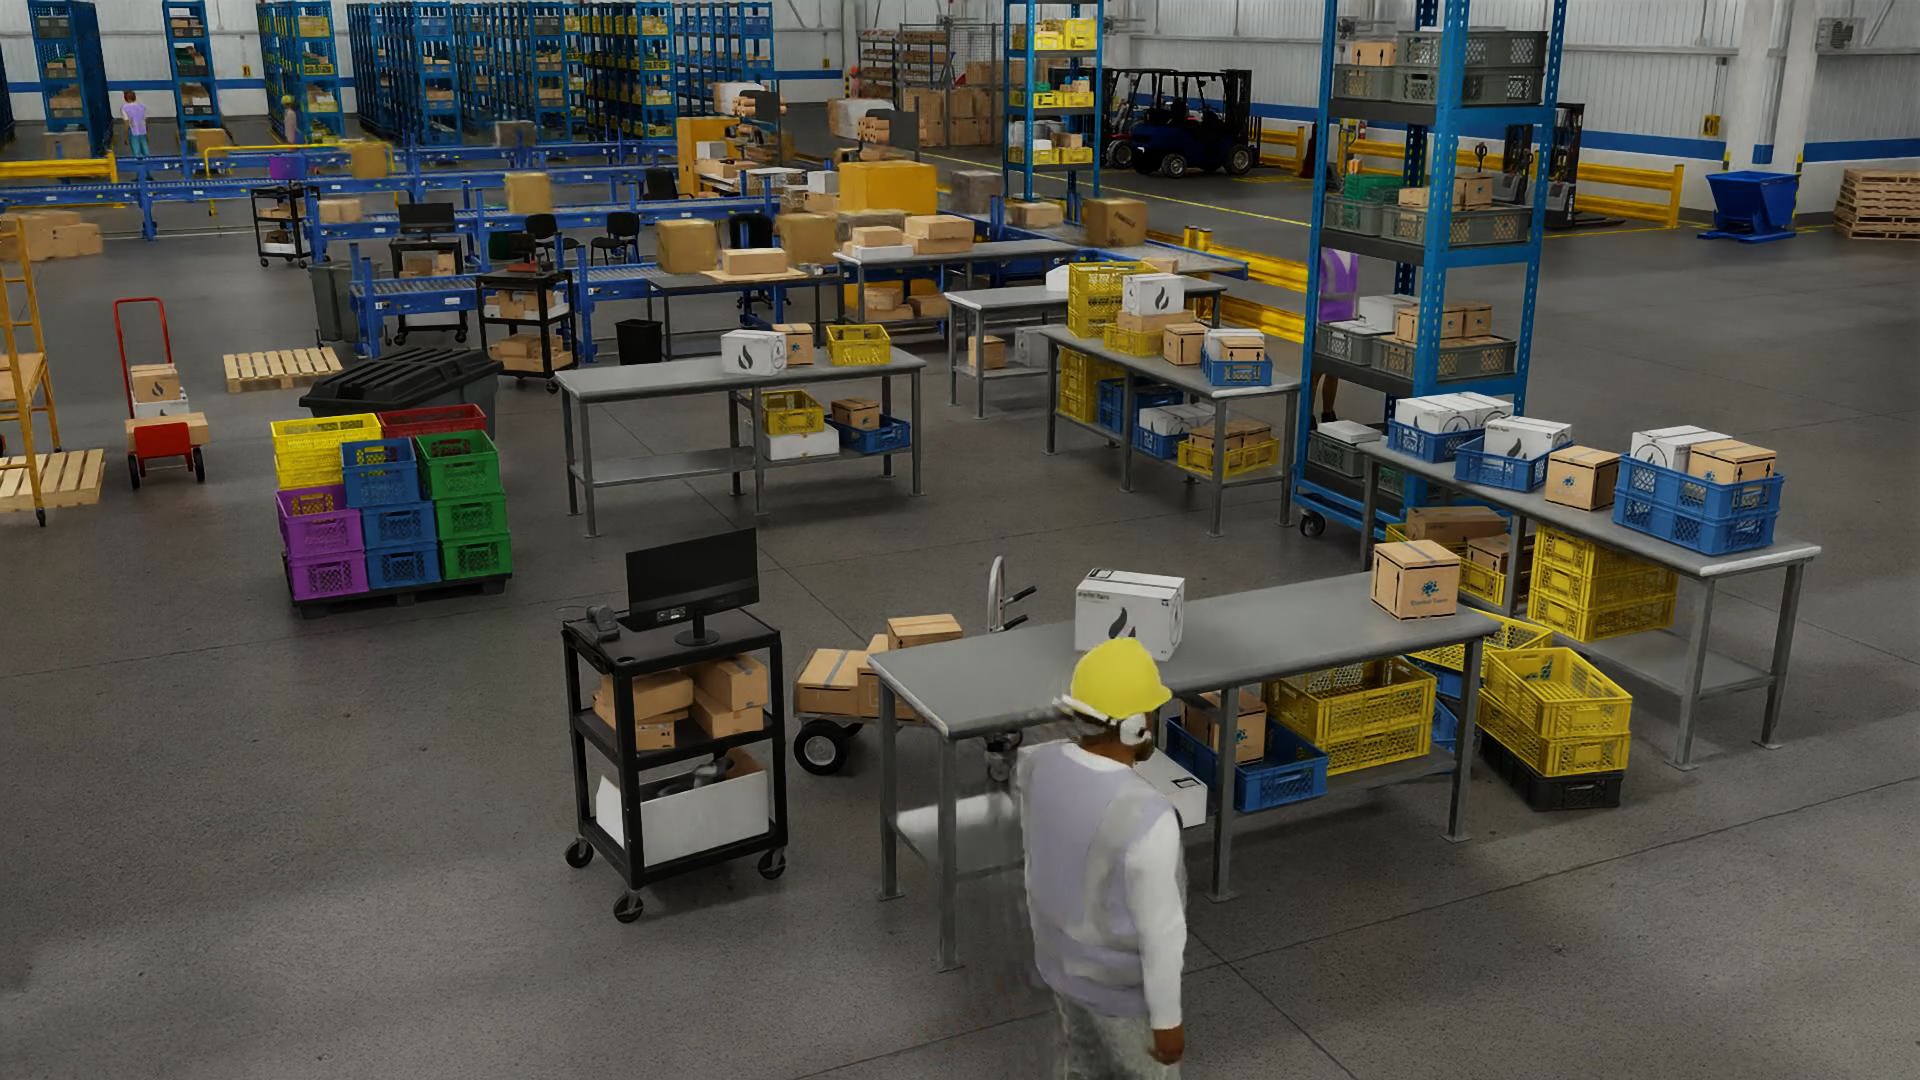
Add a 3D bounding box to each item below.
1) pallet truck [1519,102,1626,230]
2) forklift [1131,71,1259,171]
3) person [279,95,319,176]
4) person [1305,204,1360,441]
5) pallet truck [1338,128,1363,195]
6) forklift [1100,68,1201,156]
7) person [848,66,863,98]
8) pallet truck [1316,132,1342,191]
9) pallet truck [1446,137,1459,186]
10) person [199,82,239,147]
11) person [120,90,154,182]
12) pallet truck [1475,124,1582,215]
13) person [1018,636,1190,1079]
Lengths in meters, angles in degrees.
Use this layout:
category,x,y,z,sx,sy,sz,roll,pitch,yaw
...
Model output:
category,x,y,z,sx,sy,sz,roll,pitch,yaw
pallet truck,9.972,-6.037,26.785,1.885,1.965,0.823,-9,20,-25
forklift,4.998,-8.936,35.413,2.680,1.987,1.157,-9,20,-25
person,-13.583,-8.200,34.013,0.713,1.746,0.528,-4,18,-12
person,3.013,-1.745,13.380,0.543,1.928,0.370,-13,22,-35
pallet truck,7.845,-7.140,31.411,1.522,1.261,0.704,-9,20,-25
forklift,4.082,-9.564,37.410,2.680,1.987,1.157,-8,19,-23
person,-2.852,-12.272,46.538,1.062,1.945,0.602,1,18,3
pallet truck,7.723,-7.504,32.656,1.601,1.201,0.680,-8,19,-23
pallet truck,9.184,-6.485,29.328,1.630,1.274,0.653,-8,19,-23
person,-18.896,-10.939,42.276,0.887,1.994,0.630,-5,18,-15
person,-16.885,-8.289,34.125,0.384,1.845,0.565,8,19,23
pallet truck,9.707,-6.455,28.103,1.885,1.965,0.823,-7,19,-20
person,0.355,1.139,4.470,0.555,1.818,0.610,-10,20,-30
